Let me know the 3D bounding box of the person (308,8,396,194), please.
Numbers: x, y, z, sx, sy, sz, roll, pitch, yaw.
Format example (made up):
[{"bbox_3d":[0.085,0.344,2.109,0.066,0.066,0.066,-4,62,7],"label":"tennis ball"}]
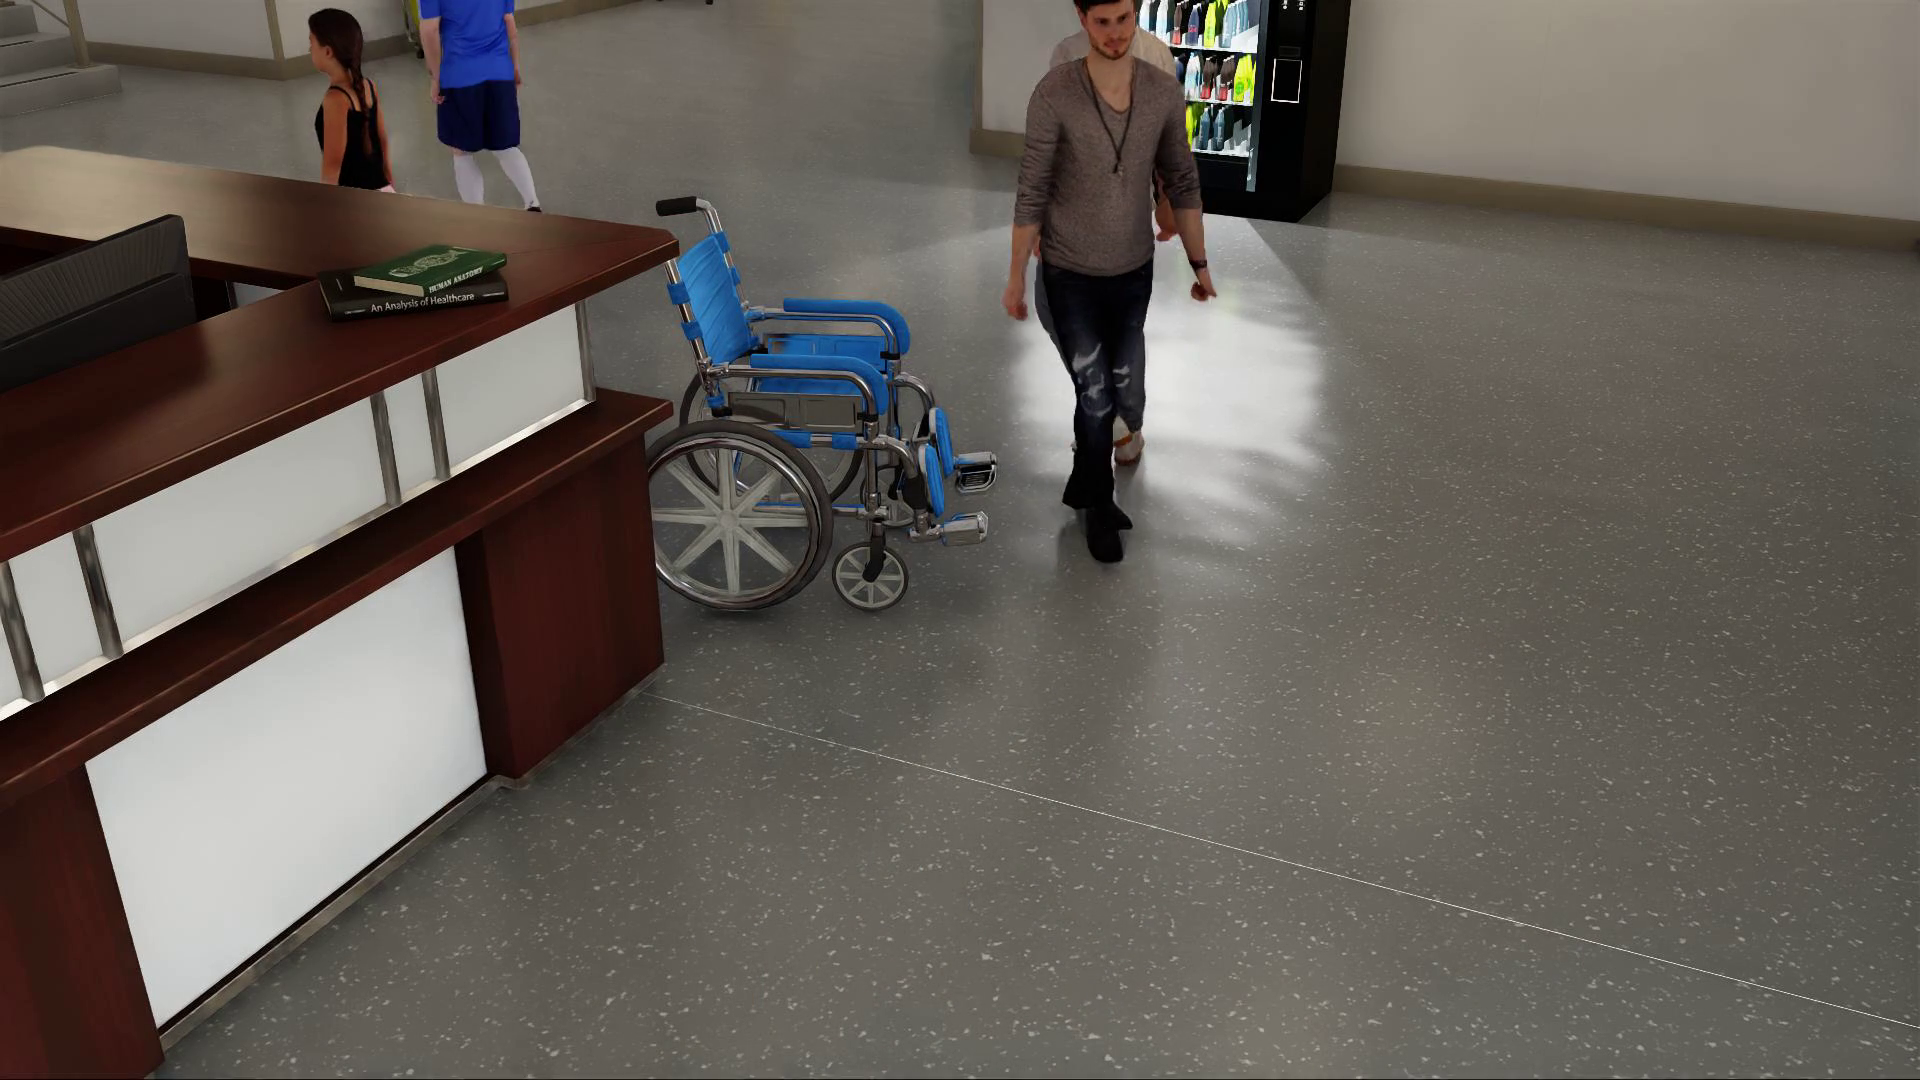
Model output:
[{"bbox_3d":[-2.276,-1.261,6.547,1.083,1.520,0.776,2,26,4],"label":"person"}]

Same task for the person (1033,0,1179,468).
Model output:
[{"bbox_3d":[0.518,-1.111,5.820,0.841,1.880,0.899,-6,26,-12],"label":"person"}]

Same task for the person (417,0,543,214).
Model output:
[{"bbox_3d":[-2.413,-2.312,8.375,0.917,1.826,1.069,-20,32,-35],"label":"person"}]

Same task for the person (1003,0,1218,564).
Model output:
[{"bbox_3d":[0.398,-0.881,5.352,0.994,1.873,1.048,-12,28,-24],"label":"person"}]
